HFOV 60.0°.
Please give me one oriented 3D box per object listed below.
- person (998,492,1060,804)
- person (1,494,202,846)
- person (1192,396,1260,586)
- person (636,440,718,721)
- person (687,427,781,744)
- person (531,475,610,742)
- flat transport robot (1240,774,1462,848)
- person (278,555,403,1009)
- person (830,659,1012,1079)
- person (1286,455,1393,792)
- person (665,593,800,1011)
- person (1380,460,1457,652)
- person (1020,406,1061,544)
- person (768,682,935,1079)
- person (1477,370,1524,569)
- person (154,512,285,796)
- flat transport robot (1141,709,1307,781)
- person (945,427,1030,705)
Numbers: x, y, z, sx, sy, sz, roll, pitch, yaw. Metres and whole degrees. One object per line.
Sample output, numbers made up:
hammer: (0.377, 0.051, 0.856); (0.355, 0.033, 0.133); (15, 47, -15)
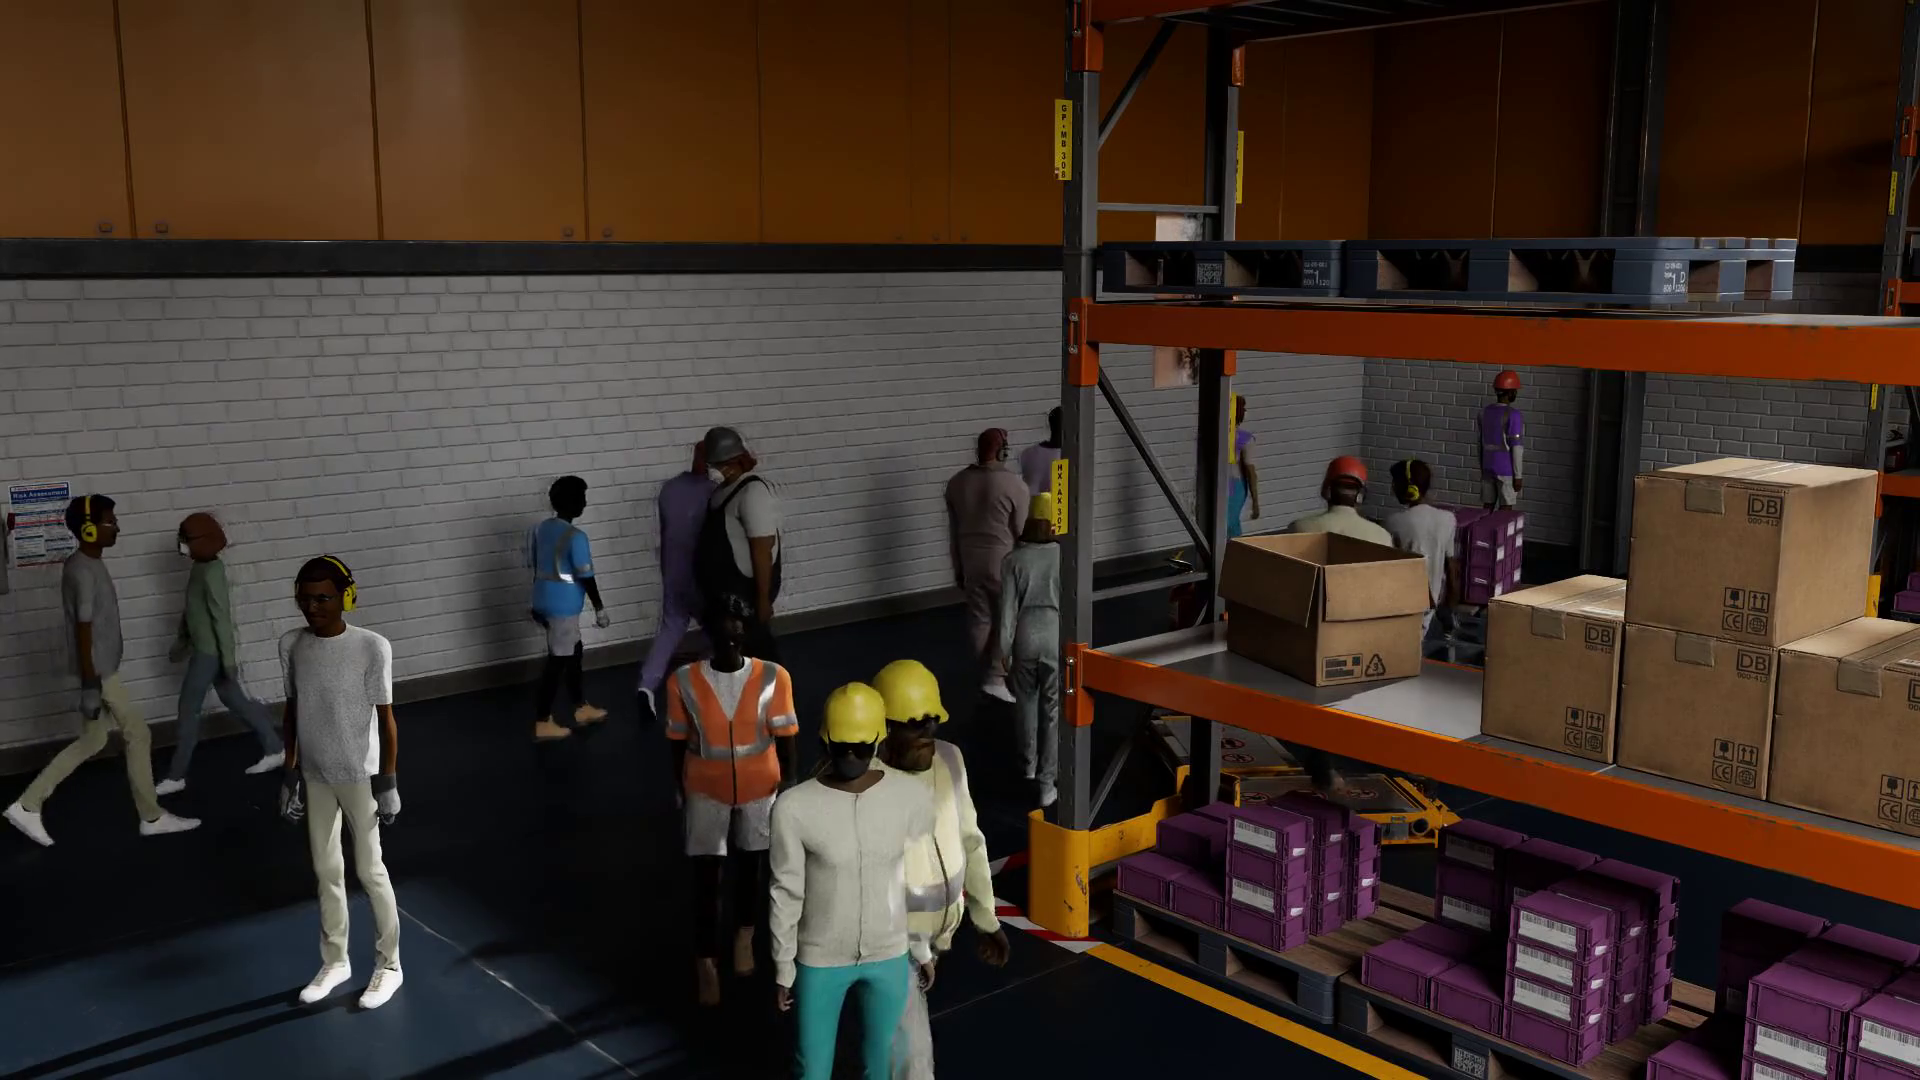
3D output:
person: (0.493, 0.582, 9.414); (0.499, 1.722, 0.746); (2, 10, 13)
person: (-4.484, 0.671, 8.552); (0.864, 1.841, 0.527); (-5, 11, -29)
person: (2.406, -0.393, 14.912); (0.999, 1.801, 0.578); (-7, 12, -34)
person: (-1.792, 0.262, 10.915); (0.702, 1.862, 0.880); (7, 12, 37)
person: (-1.450, 0.263, 10.342); (0.847, 2.000, 0.717); (-4, 10, -21)
person: (-2.415, 0.422, 10.477); (0.709, 1.663, 0.550); (-8, 12, -38)
flat transport robot: (1.886, 1.425, 8.711); (1.431, 0.197, 0.652); (-1, 10, -5)
person: (-2.515, 0.972, 6.732); (0.518, 1.862, 0.319); (2, 10, 14)
person: (-0.154, 1.247, 5.332); (0.932, 1.780, 0.591); (8, 13, 40)
person: (2.043, 0.535, 9.047); (0.675, 1.948, 0.829); (-1, 10, -6)
person: (-0.915, 1.054, 6.787); (0.543, 1.668, 0.755); (-2, 10, -13)
person: (2.674, 0.415, 10.078); (0.506, 1.831, 0.706); (-3, 10, -18)
person: (0.713, -0.068, 12.741); (0.611, 1.878, 0.482); (7, 12, 36)
person: (-0.324, 1.290, 5.133); (0.530, 1.765, 0.326); (-4, 10, -20)
person: (5.267, -0.682, 16.173); (0.356, 1.939, 0.543); (-5, 11, -27)
person: (-4.295, 0.625, 9.534); (0.823, 1.590, 0.495); (-5, 11, -26)
flat transport robot: (1.520, 1.256, 9.700); (0.652, 0.197, 1.431); (-1, 10, -5)
person: (0.228, 0.189, 11.208); (0.647, 1.898, 0.430); (6, 11, 31)
